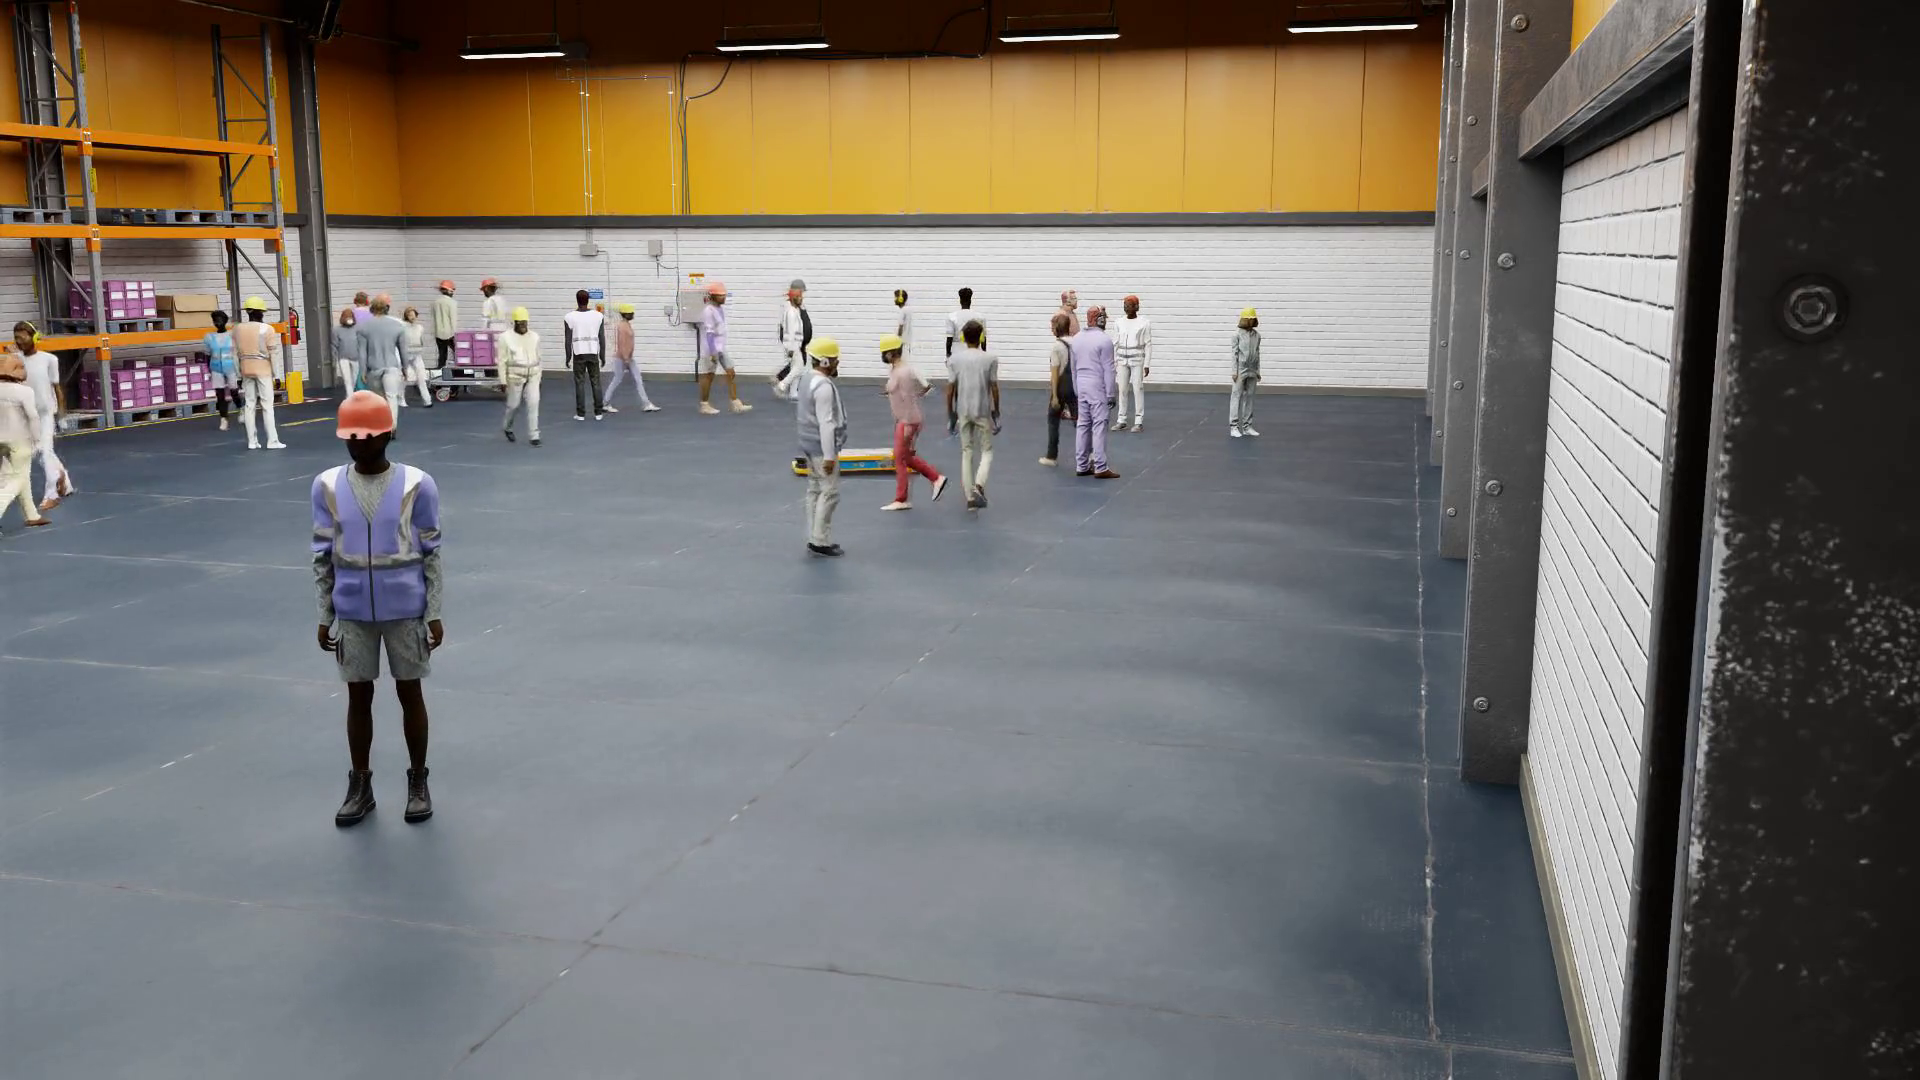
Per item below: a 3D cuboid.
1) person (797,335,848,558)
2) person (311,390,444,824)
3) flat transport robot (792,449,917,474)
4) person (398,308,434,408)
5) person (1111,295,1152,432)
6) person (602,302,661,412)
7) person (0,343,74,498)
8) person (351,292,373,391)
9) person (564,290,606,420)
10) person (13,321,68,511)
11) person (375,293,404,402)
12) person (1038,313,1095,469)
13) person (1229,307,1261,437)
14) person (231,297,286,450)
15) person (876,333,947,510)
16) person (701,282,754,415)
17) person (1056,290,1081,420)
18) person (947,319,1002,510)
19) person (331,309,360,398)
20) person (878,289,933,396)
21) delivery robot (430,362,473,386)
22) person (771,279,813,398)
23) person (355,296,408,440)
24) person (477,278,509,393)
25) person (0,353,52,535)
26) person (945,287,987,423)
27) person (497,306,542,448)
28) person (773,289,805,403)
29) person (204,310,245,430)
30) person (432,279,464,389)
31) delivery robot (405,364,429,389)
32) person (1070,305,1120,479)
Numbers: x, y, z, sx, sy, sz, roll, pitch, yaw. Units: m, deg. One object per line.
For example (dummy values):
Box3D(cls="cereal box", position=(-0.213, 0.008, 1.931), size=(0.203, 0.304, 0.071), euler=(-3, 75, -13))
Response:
Box3D(cls="person", position=(-1.131, -0.773, 13.724), size=(0.403, 1.830, 0.605), euler=(-4, 11, -21))
Box3D(cls="person", position=(-2.561, 0.305, 7.325), size=(0.552, 1.932, 0.377), euler=(-1, 10, -7))
Box3D(cls="flat transport robot", position=(-1.167, -0.898, 18.844), size=(1.431, 0.197, 0.652), euler=(-2, 10, -9))
Box3D(cls="person", position=(-8.693, -2.881, 26.360), size=(0.504, 1.589, 0.901), euler=(-9, 14, -42))
Box3D(cls="person", position=(2.354, -2.427, 22.934), size=(0.587, 1.883, 0.342), euler=(6, 12, 33))
Box3D(cls="person", position=(-5.116, -2.798, 25.532), size=(0.922, 1.709, 0.528), euler=(1, 10, 7))
Box3D(cls="person", position=(-9.352, -1.172, 16.649), size=(0.529, 1.595, 0.847), euler=(6, 12, 32))
Box3D(cls="person", position=(-9.667, -3.090, 26.861), size=(0.711, 1.815, 0.511), euler=(-6, 11, -29))
Box3D(cls="person", position=(-5.510, -2.719, 24.498), size=(0.596, 1.914, 0.373), euler=(-4, 11, -22))
Box3D(cls="person", position=(-8.976, -1.230, 16.297), size=(0.531, 1.844, 0.640), euler=(0, 10, 1))
Box3D(cls="person", position=(-8.193, -2.578, 23.783), size=(0.558, 1.904, 0.950), euler=(-4, 11, -19))
Box3D(cls="person", position=(1.267, -1.700, 19.094), size=(0.536, 1.801, 0.960), euler=(-7, 12, -36))
Box3D(cls="person", position=(3.859, -2.260, 22.393), size=(0.485, 1.744, 0.294), euler=(-6, 12, -30))
Box3D(cls="person", position=(-8.828, -2.088, 20.914), size=(0.585, 1.921, 0.383), euler=(1, 10, 6))
Box3D(cls="person", position=(-0.482, -1.144, 16.129), size=(0.652, 1.733, 0.530), euler=(-2, 10, -13))
Box3D(cls="person", position=(-3.546, -2.872, 25.088), size=(0.938, 2.008, 0.641), euler=(4, 11, 20))
Box3D(cls="person", position=(1.617, -2.744, 24.658), size=(0.407, 1.913, 0.641), euler=(2, 10, 13))
Box3D(cls="person", position=(0.143, -1.203, 16.087), size=(0.541, 1.857, 0.407), euler=(2, 10, 10))
Box3D(cls="person", position=(-9.502, -2.790, 25.871), size=(0.512, 1.587, 0.861), euler=(-7, 12, -36))
Box3D(cls="person", position=(-0.917, -3.346, 28.300), size=(0.923, 1.835, 0.531), euler=(0, 10, 3))
Box3D(cls="delivery robot", position=(-8.794, -2.843, 28.789), size=(0.707, 0.478, 0.477), euler=(-3, 10, -18))
Box3D(cls="person", position=(-2.813, -3.387, 27.932), size=(0.675, 2.000, 0.714), euler=(1, 10, 4))
Box3D(cls="person", position=(-7.643, -2.276, 22.050), size=(0.643, 1.904, 0.964), euler=(-4, 11, -21))
Box3D(cls="person", position=(-8.243, -3.586, 29.175), size=(0.887, 1.998, 0.681), euler=(2, 10, 11))
Box3D(cls="person", position=(-8.483, -0.859, 14.857), size=(0.508, 1.608, 0.764), euler=(3, 10, 17))
Box3D(cls="person", position=(0.086, -2.682, 24.153), size=(0.612, 1.962, 0.363), euler=(-1, 10, -7))
Box3D(cls="person", position=(-5.648, -2.101, 21.327), size=(0.599, 1.803, 0.815), euler=(-7, 12, -36))
Box3D(cls="person", position=(-2.744, -3.158, 27.121), size=(0.466, 1.868, 0.569), euler=(-2, 10, -9))
Box3D(cls="person", position=(-10.254, -2.378, 23.223), size=(0.542, 1.678, 0.477), euler=(-1, 10, -6))
Box3D(cls="person", position=(-9.029, -3.626, 29.476), size=(0.645, 1.969, 0.646), euler=(6, 12, 31))
Box3D(cls="delivery robot", position=(-9.494, -2.805, 28.576), size=(0.707, 0.478, 0.477), euler=(-3, 10, -18))
Box3D(cls="person", position=(1.510, -1.636, 18.390), size=(0.405, 1.911, 0.636), euler=(-8, 12, -37))
